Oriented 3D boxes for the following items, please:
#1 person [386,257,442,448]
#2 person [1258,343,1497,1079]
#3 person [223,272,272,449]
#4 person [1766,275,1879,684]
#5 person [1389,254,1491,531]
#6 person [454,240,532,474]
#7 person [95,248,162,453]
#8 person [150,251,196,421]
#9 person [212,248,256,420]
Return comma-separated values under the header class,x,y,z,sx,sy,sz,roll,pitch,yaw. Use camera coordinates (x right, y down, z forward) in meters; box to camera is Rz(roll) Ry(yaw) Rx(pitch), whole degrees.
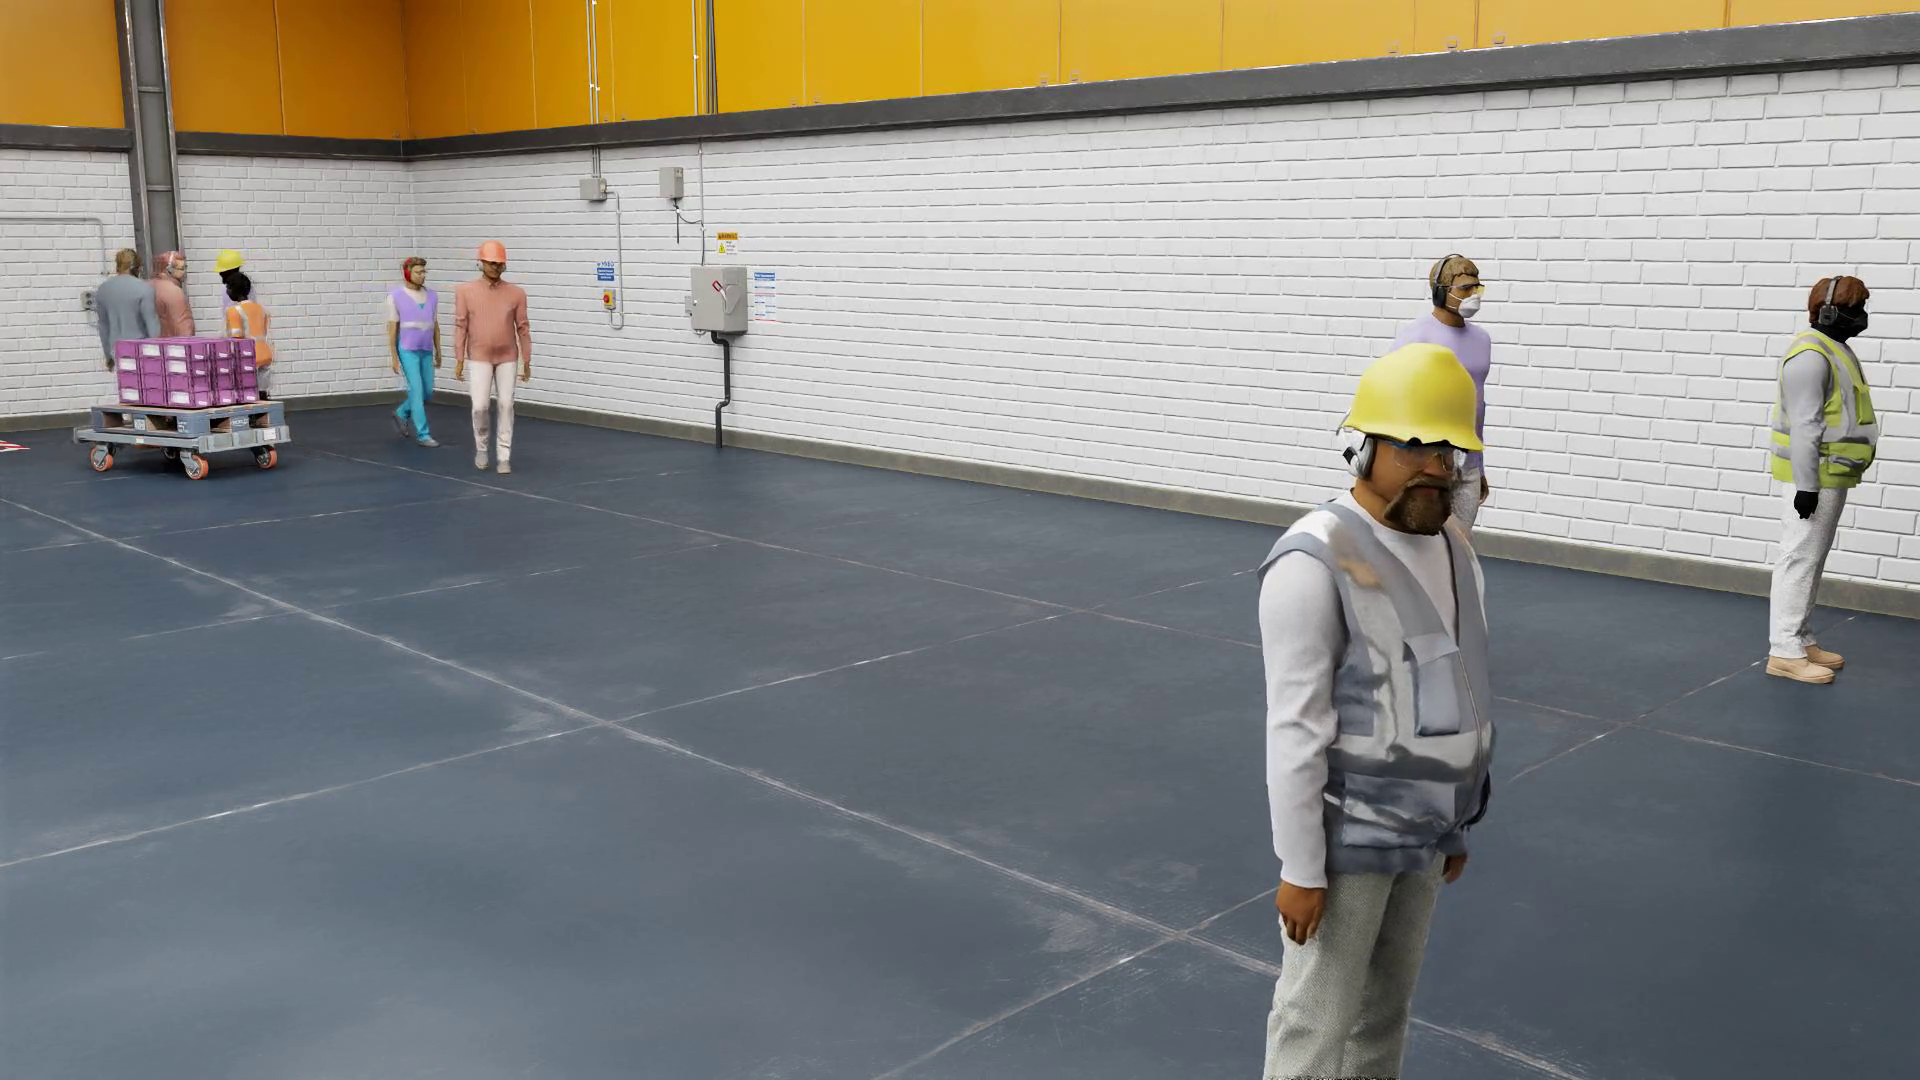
class,x,y,z,sx,sy,sz,roll,pitch,yaw
person,-5.284,-1.810,16.010,0.711,1.825,0.573,7,12,32
person,0.803,0.540,3.178,0.591,1.829,0.404,-10,15,-44
person,-6.624,-1.662,15.555,0.385,1.682,0.549,3,11,17
person,3.948,-0.282,7.627,0.429,1.842,0.637,8,13,36
person,2.177,-0.309,7.510,0.634,1.939,0.367,-9,14,-40
person,-3.945,-1.539,14.094,0.641,1.978,0.430,-4,11,-23
person,-7.673,-1.719,15.289,0.686,1.905,0.703,3,11,17
person,-7.499,-1.808,15.866,0.409,1.881,0.667,-9,13,-39
person,-7.095,-1.938,16.503,0.524,1.894,0.618,-2,11,-10
